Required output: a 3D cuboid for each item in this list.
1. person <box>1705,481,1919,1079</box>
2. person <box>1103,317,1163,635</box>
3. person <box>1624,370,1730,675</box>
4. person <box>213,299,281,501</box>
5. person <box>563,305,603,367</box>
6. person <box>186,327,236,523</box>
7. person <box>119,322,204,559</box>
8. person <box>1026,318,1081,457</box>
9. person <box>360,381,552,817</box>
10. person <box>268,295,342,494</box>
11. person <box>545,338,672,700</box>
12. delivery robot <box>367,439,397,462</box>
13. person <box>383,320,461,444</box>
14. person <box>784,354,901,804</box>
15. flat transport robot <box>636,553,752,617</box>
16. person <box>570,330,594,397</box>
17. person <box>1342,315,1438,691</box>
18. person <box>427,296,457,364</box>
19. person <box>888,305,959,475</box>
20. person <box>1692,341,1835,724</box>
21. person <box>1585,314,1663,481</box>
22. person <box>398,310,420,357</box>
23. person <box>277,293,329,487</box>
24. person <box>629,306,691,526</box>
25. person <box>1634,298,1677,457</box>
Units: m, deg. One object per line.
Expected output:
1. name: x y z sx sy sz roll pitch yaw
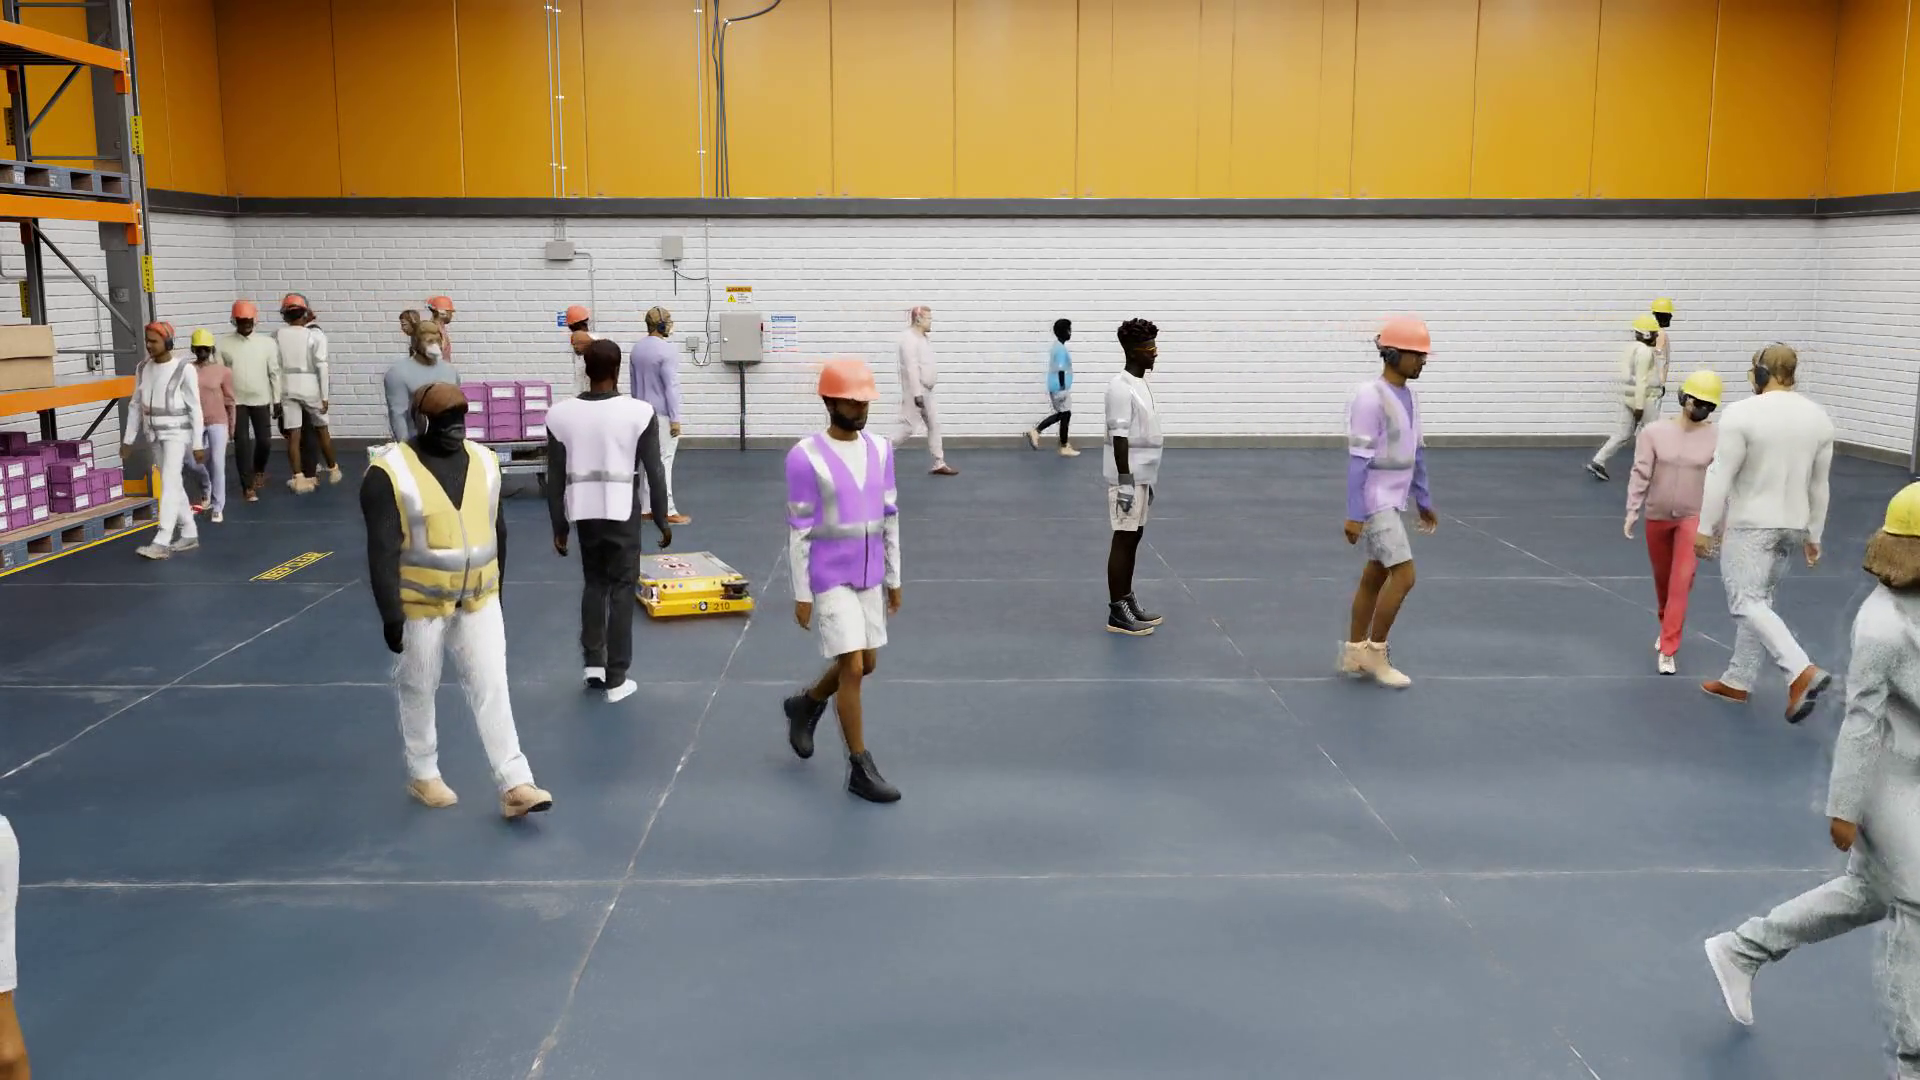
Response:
1. person: 2.525 0.665 4.619 0.768 1.717 0.490 9 13 42
2. person: 1.086 -0.402 10.407 0.367 1.966 0.606 3 10 18
3. person: 4.150 -0.136 9.585 0.538 1.708 0.927 6 11 32
4. person: -7.040 -1.390 16.418 0.616 1.979 0.656 -5 11 -28
5. person: -4.075 -1.698 18.678 1.007 1.869 0.593 4 10 25
6. person: -6.813 -1.054 15.060 0.520 1.748 0.666 -2 10 -15
7. person: -6.329 -0.788 13.162 0.588 1.870 0.669 4 10 23
8. person: 1.140 -1.834 20.046 0.593 1.676 0.539 -1 9 -3
9. person: -2.053 0.267 6.783 0.652 1.804 0.915 -8 12 -42
10. person: -6.708 -1.496 17.010 0.608 1.993 0.954 -1 9 -5
11. person: -1.855 -0.112 8.841 0.600 1.900 0.539 1 9 8
12. delivery robot: -5.807 -0.879 17.358 0.707 0.478 0.477 -4 10 -25
13. person: -3.901 -0.658 12.224 0.999 1.890 0.639 9 13 43
14. person: -0.537 0.140 7.267 0.552 1.912 0.827 -8 12 -42
15. flat transport robot: -1.916 0.281 11.397 0.652 0.197 1.431 -4 10 -21
16. person: -4.042 -1.480 18.070 0.360 1.615 0.508 1 9 5
17. person: 2.343 -0.201 8.993 0.594 2.016 0.636 6 11 32
18. person: -5.923 -1.824 19.153 0.880 1.949 0.629 -7 12 -38
19. person: -0.496 -1.637 18.274 0.879 1.874 0.643 4 10 22
20. person: 4.117 -0.033 8.350 0.683 1.906 0.858 -3 10 -16
21. person: 7.127 -1.490 17.593 0.874 1.803 0.600 1 9 6
22. person: -6.049 -1.672 18.656 0.556 1.809 0.541 -3 10 -20
23. person: -6.894 -1.576 17.377 0.536 2.000 0.706 -9 13 -43
24. person: -2.675 -1.092 14.718 0.377 1.940 0.629 -9 13 -43
25. person: 8.266 -1.908 19.758 0.372 1.925 0.595 1 9 6
